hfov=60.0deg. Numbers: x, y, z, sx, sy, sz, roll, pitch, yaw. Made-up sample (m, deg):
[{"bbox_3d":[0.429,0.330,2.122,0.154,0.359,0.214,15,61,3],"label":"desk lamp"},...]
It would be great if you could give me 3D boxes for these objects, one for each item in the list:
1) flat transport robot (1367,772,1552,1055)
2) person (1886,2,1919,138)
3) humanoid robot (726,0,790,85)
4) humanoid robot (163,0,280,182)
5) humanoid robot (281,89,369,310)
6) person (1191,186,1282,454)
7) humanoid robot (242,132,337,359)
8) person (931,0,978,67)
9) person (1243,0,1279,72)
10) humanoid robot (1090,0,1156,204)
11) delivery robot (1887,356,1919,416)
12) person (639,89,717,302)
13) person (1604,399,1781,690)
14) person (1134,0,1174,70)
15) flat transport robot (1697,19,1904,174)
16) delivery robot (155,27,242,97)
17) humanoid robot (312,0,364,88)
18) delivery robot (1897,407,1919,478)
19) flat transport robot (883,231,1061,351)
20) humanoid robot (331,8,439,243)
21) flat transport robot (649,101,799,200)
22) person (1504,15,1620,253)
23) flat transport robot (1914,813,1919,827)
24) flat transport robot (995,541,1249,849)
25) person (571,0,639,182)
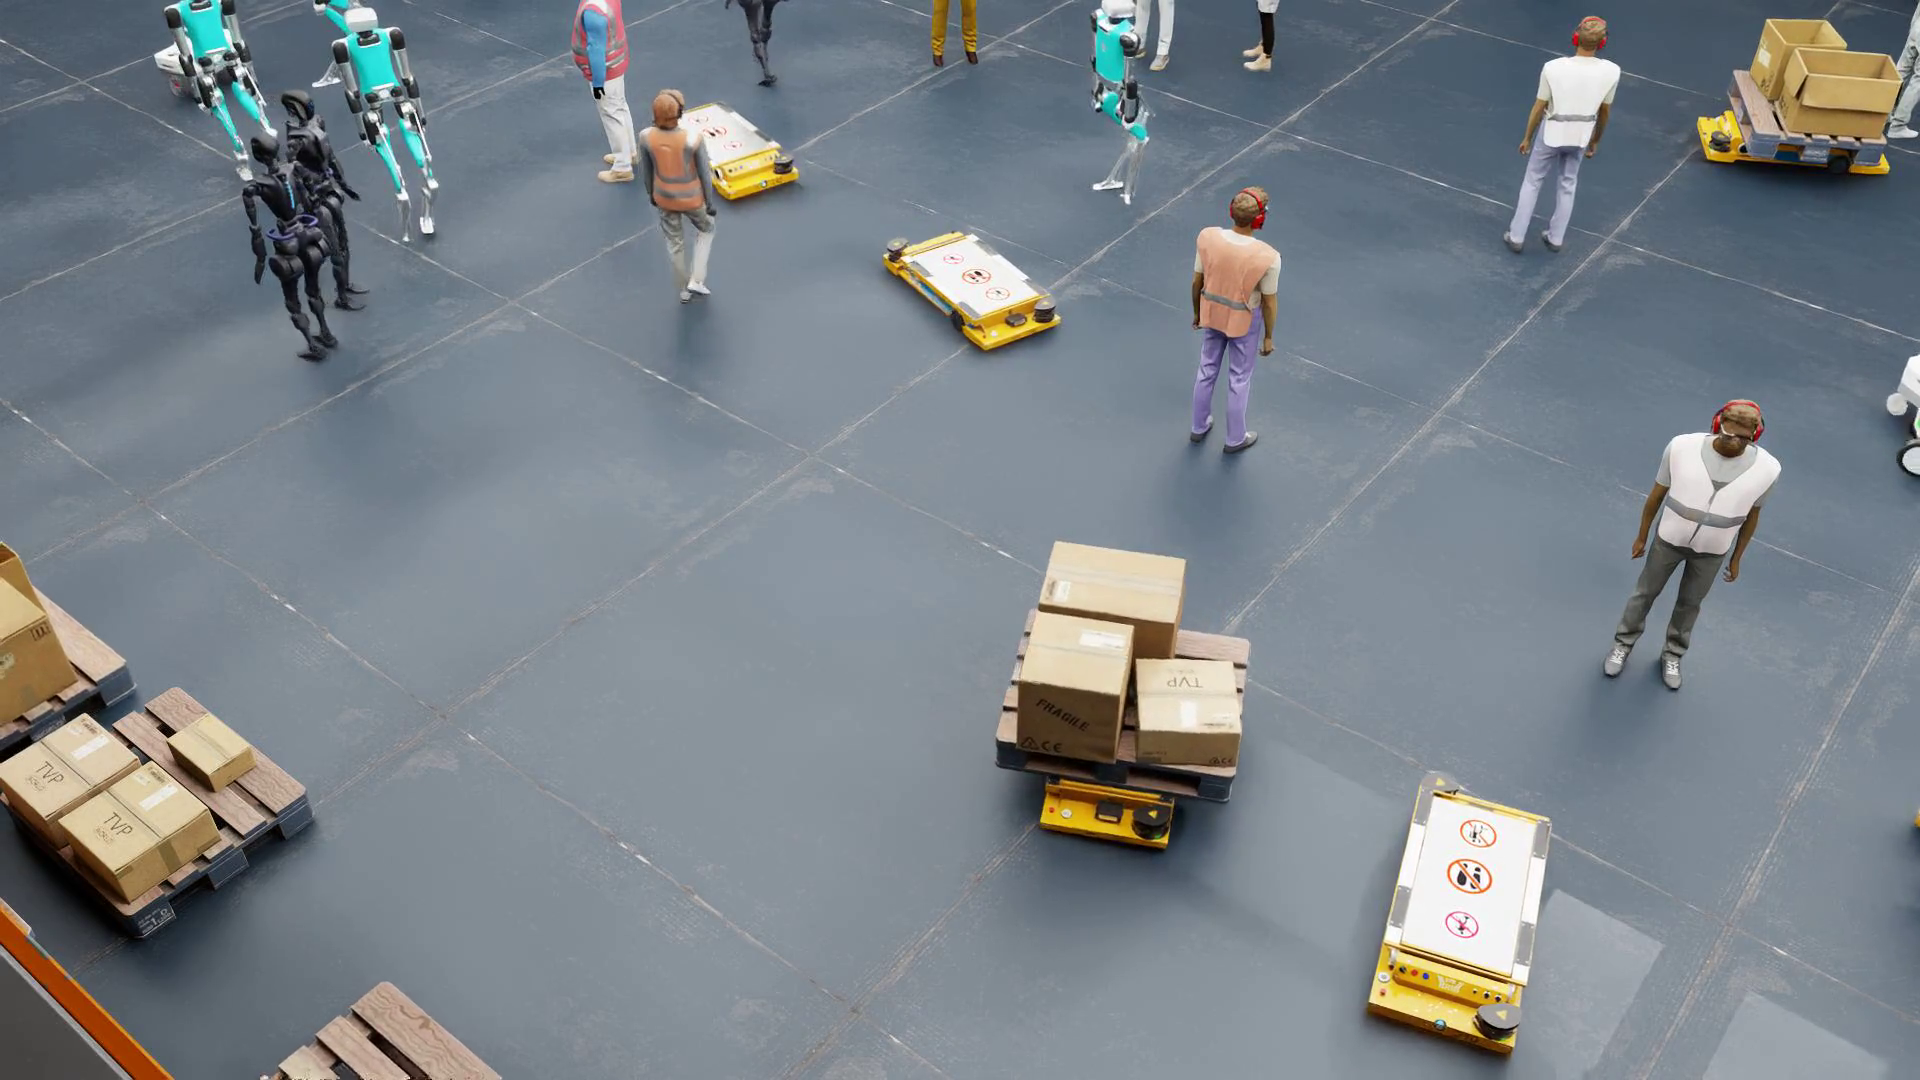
[{"bbox_3d":[2.431,1.754,8.015,0.659,0.231,1.431,14,42,16],"label":"flat transport robot"},{"bbox_3d":[8.133,-4.200,13.891,0.319,1.729,0.487,-9,41,-10],"label":"person"},{"bbox_3d":[-1.803,-4.954,14.855,0.610,1.625,0.729,-20,44,-22],"label":"humanoid robot"},{"bbox_3d":[-5.669,-3.454,13.058,0.542,1.761,1.036,-28,48,-29],"label":"humanoid robot"},{"bbox_3d":[-4.528,-2.436,11.854,0.325,1.657,0.601,5,41,6],"label":"humanoid robot"},{"bbox_3d":[1.706,-1.357,10.457,0.571,1.843,0.376,24,46,26],"label":"person"},{"bbox_3d":[-4.556,-2.000,11.348,0.325,1.658,0.588,24,46,25],"label":"humanoid robot"},{"bbox_3d":[-0.029,-5.136,14.983,0.533,1.749,0.343,-7,41,-8],"label":"person"},{"bbox_3d":[2.766,-5.078,14.956,0.326,1.686,0.530,6,41,6],"label":"person"},{"bbox_3d":[1.349,-3.435,12.987,0.719,1.767,0.583,-22,45,-23],"label":"humanoid robot"},{"bbox_3d":[6.536,-0.878,10.905,0.499,0.614,0.802,-11,42,-13],"label":"delivery robot"},{"bbox_3d":[-1.993,-2.445,11.898,0.537,1.623,0.378,8,41,9],"label":"person"},{"bbox_3d":[3.895,0.007,8.851,0.565,1.848,0.390,13,42,14],"label":"person"},{"bbox_3d":[1.767,-5.163,14.908,0.572,1.881,0.358,25,46,27],"label":"person"},{"bbox_3d":[7.031,-3.365,14.036,1.431,0.231,0.659,7,41,8],"label":"flat transport robot"},{"bbox_3d":[-6.805,-4.320,14.954,0.512,0.614,0.786,17,43,19],"label":"delivery robot"},{"bbox_3d":[-5.529,-4.923,14.752,0.882,1.779,0.553,-20,44,-22],"label":"humanoid robot"},{"bbox_3d":[6.458,-0.650,10.626,0.802,0.600,0.499,22,45,24],"label":"delivery robot"},{"bbox_3d":[0.071,-1.891,12.302,0.659,0.231,1.431,-22,45,-24],"label":"flat transport robot"},{"bbox_3d":[-4.239,-3.036,12.548,0.544,1.809,0.771,-21,45,-23],"label":"humanoid robot"},{"bbox_3d":[-2.004,-3.292,13.951,0.659,0.231,1.431,-25,46,-26],"label":"flat transport robot"},{"bbox_3d":[4.489,-2.973,12.371,0.576,1.834,0.392,1,40,2],"label":"person"},{"bbox_3d":[5.567,1.624,8.167,0.659,0.231,1.431,-27,47,-28],"label":"flat transport robot"},{"bbox_3d":[0.874,1.007,8.893,0.659,0.231,1.431,8,41,9],"label":"flat transport robot"},{"bbox_3d":[-2.861,-3.773,13.315,0.431,1.836,0.628,0,40,0],"label":"person"}]
